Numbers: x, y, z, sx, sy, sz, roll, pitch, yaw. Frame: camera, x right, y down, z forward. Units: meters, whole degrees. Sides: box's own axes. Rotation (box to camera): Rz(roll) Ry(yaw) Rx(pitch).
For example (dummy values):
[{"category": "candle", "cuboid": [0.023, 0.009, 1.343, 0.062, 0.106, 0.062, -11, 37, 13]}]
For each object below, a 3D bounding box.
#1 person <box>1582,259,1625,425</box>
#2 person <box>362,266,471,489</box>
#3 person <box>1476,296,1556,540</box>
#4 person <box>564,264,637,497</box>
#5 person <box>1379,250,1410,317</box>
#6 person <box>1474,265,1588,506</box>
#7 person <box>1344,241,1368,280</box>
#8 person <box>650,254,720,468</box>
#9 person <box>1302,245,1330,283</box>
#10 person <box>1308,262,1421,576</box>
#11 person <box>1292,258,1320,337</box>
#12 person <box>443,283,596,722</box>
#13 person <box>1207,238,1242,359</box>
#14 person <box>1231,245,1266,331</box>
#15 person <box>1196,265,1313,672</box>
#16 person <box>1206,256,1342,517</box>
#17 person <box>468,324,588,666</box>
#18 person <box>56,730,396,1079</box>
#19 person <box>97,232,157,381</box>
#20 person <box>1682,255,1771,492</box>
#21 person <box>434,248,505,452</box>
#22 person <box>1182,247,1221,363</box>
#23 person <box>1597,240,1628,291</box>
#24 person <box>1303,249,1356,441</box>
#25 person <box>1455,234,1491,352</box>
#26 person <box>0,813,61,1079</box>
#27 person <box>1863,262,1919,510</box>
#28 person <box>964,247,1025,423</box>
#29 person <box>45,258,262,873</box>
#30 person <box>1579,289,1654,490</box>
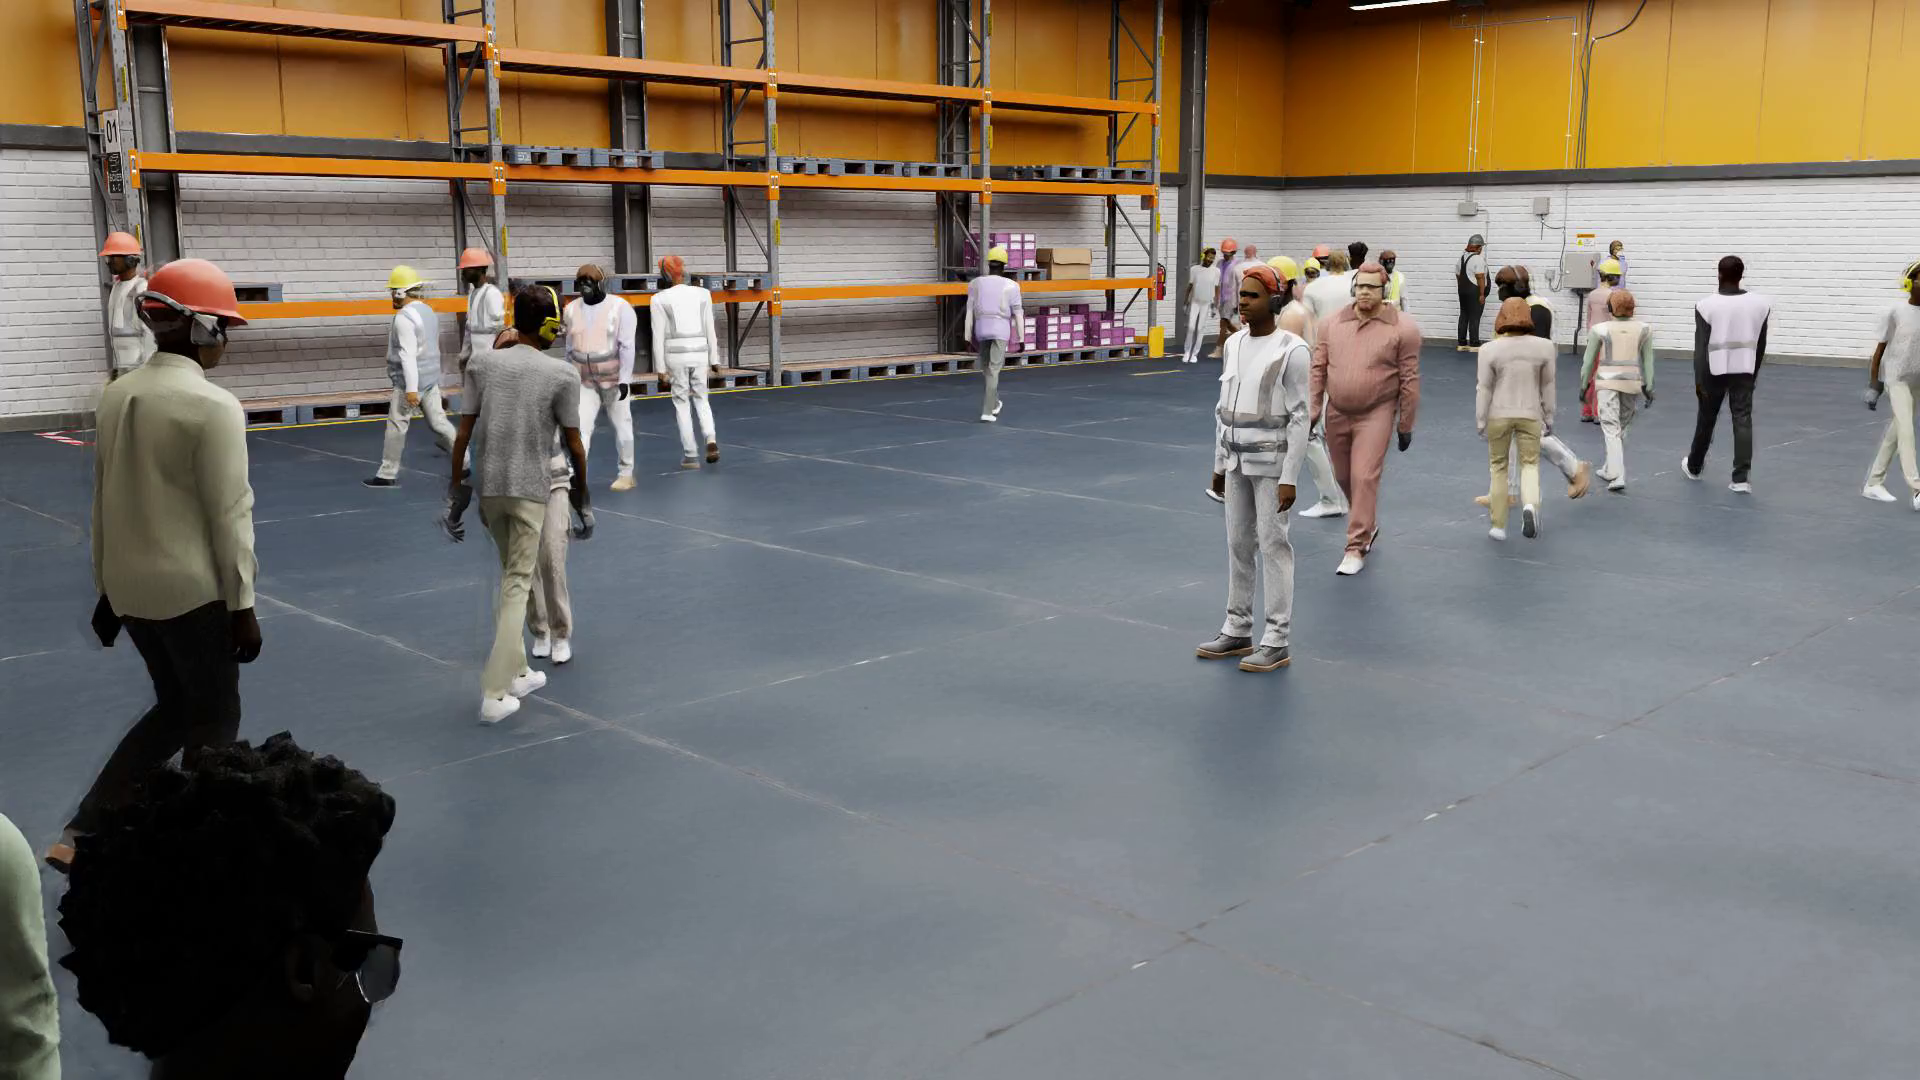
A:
[{"category": "person", "cuboid": [6.920, -2.117, 17.855, 0.337, 1.764, 0.547, -2, 11, -10]}, {"category": "person", "cuboid": [-4.305, -1.288, 13.264, 0.933, 1.791, 0.612, 1, 10, 6]}, {"category": "person", "cuboid": [3.650, -0.781, 10.912, 0.523, 1.619, 0.525, 2, 11, 9]}, {"category": "person", "cuboid": [-2.816, -1.232, 12.928, 0.637, 1.790, 0.941, 2, 11, 13]}, {"category": "person", "cuboid": [5.673, -2.908, 22.015, 0.661, 1.811, 0.833, -3, 11, -14]}, {"category": "person", "cuboid": [4.277, -1.136, 12.389, 0.737, 1.811, 0.674, -1, 10, -5]}, {"category": "person", "cuboid": [4.496, -2.422, 18.981, 0.639, 1.953, 0.455, -1, 10, -8]}, {"category": "person", "cuboid": [-2.353, -1.530, 14.370, 0.619, 1.865, 0.490, -6, 12, -28]}, {"category": "person", "cuboid": [4.726, -2.887, 21.681, 0.542, 1.908, 0.799, -1, 10, -6]}, {"category": "person", "cuboid": [2.478, -0.770, 10.223, 0.641, 1.868, 0.934, 8, 13, 36]}, {"category": "person", "cuboid": [4.223, -2.537, 20.159, 0.539, 1.751, 0.480, 1, 10, 6]}, {"category": "person", "cuboid": [-1.869, -0.170, 7.087, 0.547, 1.808, 0.751, 2, 11, 10]}, {"category": "person", "cuboid": [4.500, -3.984, 27.468, 0.900, 1.990, 0.642, -6, 12, -32]}, {"category": "person", "cuboid": [4.692, -3.797, 26.766, 0.657, 1.845, 1.012, 2, 11, 13]}, {"category": "person", "cuboid": [1.384, -0.332, 7.784, 0.354, 1.884, 0.576, -6, 12, -31]}, {"category": "person", "cuboid": [2.310, -1.090, 11.962, 1.007, 1.865, 0.596, 1, 10, 8]}, {"category": "person", "cuboid": [-2.023, -0.208, 7.817, 0.528, 1.608, 0.597, -2, 10, -8]}, {"category": "person", "cuboid": [-0.556, 0.994, 1.158, 0.322, 1.670, 0.669, -1, 10, -5]}, {"category": "person", "cuboid": [-6.621, -1.424, 13.303, 0.608, 2.044, 0.370, 8, 13, 39]}, {"category": "person", "cuboid": [6.177, -1.349, 13.404, 0.601, 1.856, 1.049, 1, 10, 7]}, {"category": "person", "cuboid": [-4.478, -1.723, 15.335, 0.946, 1.890, 0.568, -7, 12, -33]}, {"category": "person", "cuboid": [3.821, -3.715, 26.370, 0.585, 1.834, 0.554, 1, 10, 8]}, {"category": "person", "cuboid": [10.667, -3.923, 27.214, 0.637, 1.938, 0.357, -6, 12, -28]}, {"category": "person", "cuboid": [3.721, -1.955, 16.642, 0.647, 1.885, 1.009, 1, 10, 6]}, {"category": "person", "cuboid": [8.978, -4.301, 29.000, 0.536, 2.000, 0.673, -3, 11, -17]}, {"category": "person", "cuboid": [-1.356, 0.844, 2.053, 0.500, 1.633, 0.281, 0, 10, 1]}, {"category": "person", "cuboid": [7.112, -1.141, 12.339, 0.543, 1.819, 0.967, -2, 11, -8]}, {"category": "person", "cuboid": [0.414, -2.252, 18.235, 0.619, 1.878, 0.941, 4, 11, 20]}, {"category": "person", "cuboid": [-2.348, 0.153, 4.948, 0.619, 1.962, 0.618, 7, 12, 32]}, {"category": "person", "cuboid": [5.275, -1.210, 13.365, 0.538, 1.592, 0.879, 0, 10, 1]}]
